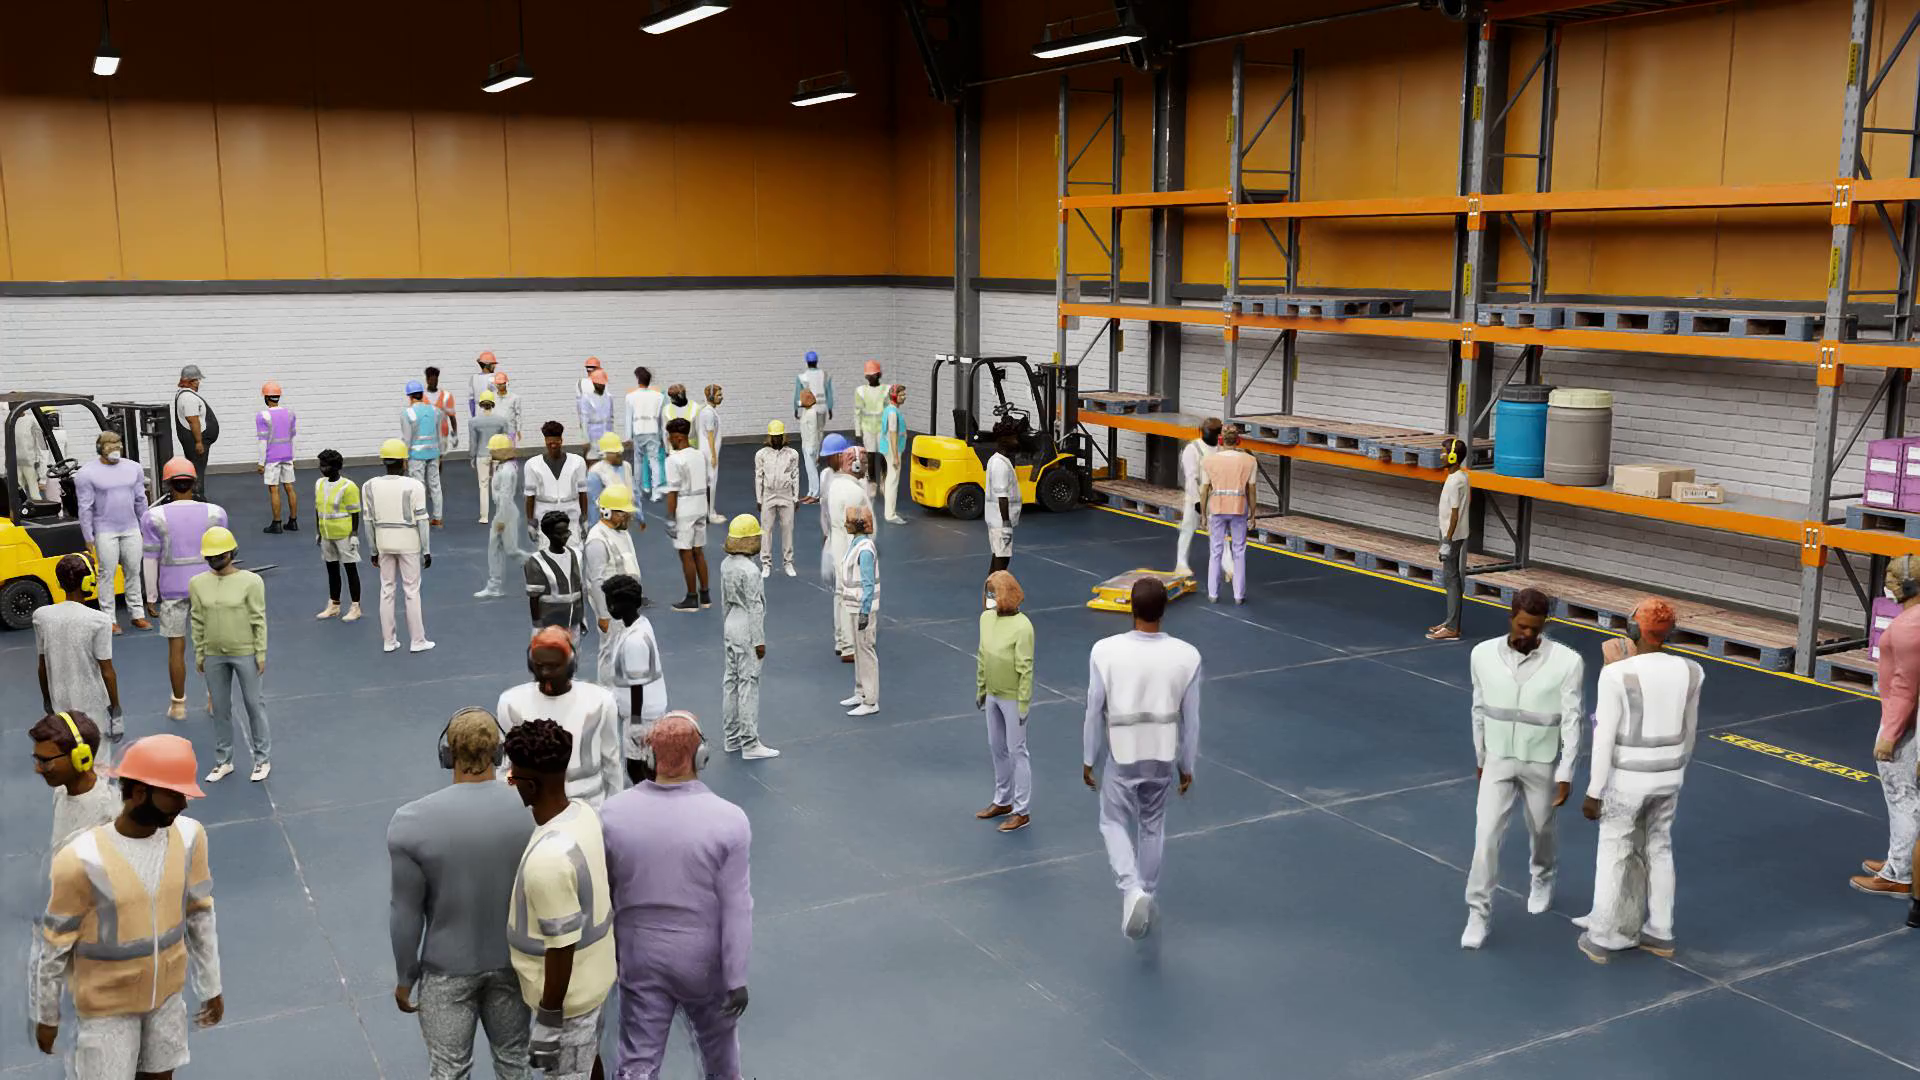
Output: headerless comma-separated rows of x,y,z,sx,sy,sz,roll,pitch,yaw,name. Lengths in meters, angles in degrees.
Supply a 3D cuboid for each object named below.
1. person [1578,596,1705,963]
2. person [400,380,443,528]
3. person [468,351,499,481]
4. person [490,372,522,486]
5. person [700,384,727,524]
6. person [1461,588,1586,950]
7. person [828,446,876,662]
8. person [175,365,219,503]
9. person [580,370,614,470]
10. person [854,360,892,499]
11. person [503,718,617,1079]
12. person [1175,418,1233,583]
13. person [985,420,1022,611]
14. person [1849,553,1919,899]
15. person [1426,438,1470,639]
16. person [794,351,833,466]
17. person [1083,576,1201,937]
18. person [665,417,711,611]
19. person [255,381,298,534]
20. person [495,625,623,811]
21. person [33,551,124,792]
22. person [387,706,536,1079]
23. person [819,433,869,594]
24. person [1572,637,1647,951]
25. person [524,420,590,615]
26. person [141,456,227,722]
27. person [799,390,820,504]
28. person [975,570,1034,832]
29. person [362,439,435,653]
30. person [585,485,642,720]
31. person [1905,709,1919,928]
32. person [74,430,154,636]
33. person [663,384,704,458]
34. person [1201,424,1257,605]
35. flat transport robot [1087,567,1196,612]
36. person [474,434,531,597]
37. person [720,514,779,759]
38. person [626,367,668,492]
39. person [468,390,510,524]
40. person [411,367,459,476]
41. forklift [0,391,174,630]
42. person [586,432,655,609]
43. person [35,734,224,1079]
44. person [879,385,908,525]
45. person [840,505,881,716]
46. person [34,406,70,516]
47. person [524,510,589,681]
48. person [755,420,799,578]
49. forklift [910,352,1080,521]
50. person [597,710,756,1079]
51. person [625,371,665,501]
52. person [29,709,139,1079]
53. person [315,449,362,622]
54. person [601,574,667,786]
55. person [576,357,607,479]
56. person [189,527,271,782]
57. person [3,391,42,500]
3.422,1.209,8.376,0.603,1.882,0.372,-2,10,-13,person
-6.928,-1.082,21.387,0.401,1.938,0.602,7,12,35,person
-7.328,-1.909,25.856,0.609,2.040,0.394,4,11,23,person
-6.988,-1.696,25.452,0.561,1.752,0.326,-1,10,-3,person
-3.272,-1.138,21.977,0.326,1.843,0.517,-2,10,-11,person
2.974,1.148,8.773,0.591,1.866,0.952,5,11,27,person
-0.932,0.122,14.586,0.400,1.899,0.644,-3,10,-15,person
-10.504,-1.403,22.941,0.537,2.000,0.683,-7,12,-34,person
-5.166,-1.490,23.824,0.527,1.907,0.578,9,13,41,person
-1.229,-1.599,24.116,0.637,2.019,0.431,1,10,5,person
-1.420,1.587,5.945,0.370,1.963,0.608,0,10,-3,person
2.700,-0.434,18.109,0.628,1.789,1.001,-5,11,-29,person
0.425,-0.190,16.171,0.367,1.966,0.606,-1,10,-5,person
5.256,1.029,9.251,0.372,1.935,0.627,9,13,43,person
4.538,-0.010,15.413,0.329,1.872,0.507,4,11,23,person
-2.497,-2.226,28.086,0.633,1.891,0.984,-4,11,-21,person
0.962,1.147,8.679,0.617,1.897,0.684,-1,10,-7,person
-2.737,-0.258,16.660,0.424,1.947,0.635,5,11,26,person
-8.716,-1.049,21.197,0.362,1.938,0.545,6,12,31,person
-1.930,1.277,8.107,0.590,1.846,0.942,0,10,0,person
-5.107,0.992,9.683,0.512,1.861,0.325,1,10,8,person
-1.778,1.567,6.181,0.641,1.927,0.385,-5,11,-28,person
-1.094,-0.040,15.420,0.654,1.924,0.470,8,13,40,person
3.407,1.295,8.564,0.314,1.639,0.514,1,10,4,person
-3.942,-0.203,16.292,0.611,1.953,0.380,-3,10,-18,person
-5.912,0.376,12.741,0.611,2.032,0.411,-7,12,-34,person
-2.154,-1.329,23.719,0.278,1.627,0.505,-3,10,-18,person
0.272,0.989,10.373,0.294,1.625,0.501,-7,12,-35,person
-5.011,0.058,14.858,0.587,1.927,0.363,1,10,5,person
-2.649,0.476,12.775,0.403,1.819,0.602,1,10,8,person
5.249,1.144,8.629,0.390,1.925,0.548,-6,11,-29,person
-7.923,-0.070,15.604,0.385,1.929,0.635,7,12,37,person
-3.688,-1.181,22.305,0.653,1.814,0.523,1,10,8,person
2.724,-0.250,16.897,0.560,1.836,0.394,2,10,11,person
1.875,0.508,17.030,0.652,0.197,1.431,5,11,27,flat transport robot
-4.664,-0.254,17.262,0.737,1.717,0.488,-5,11,-26,person
-1.515,0.677,11.818,0.295,1.744,0.484,-7,12,-35,person
-4.589,-1.636,24.776,0.809,1.868,0.368,3,10,17,person
-6.192,-1.086,21.908,0.523,1.769,0.313,-4,10,-20,person
-7.580,-1.534,24.046,0.626,1.910,0.995,-5,11,-27,person
-9.026,-0.363,16.508,1.214,2.155,2.313,6,11,29,forklift
-3.491,-0.216,16.854,0.928,1.783,0.595,4,11,23,person
-2.940,1.620,5.965,0.507,1.889,0.576,6,12,33,person
-0.879,-1.129,21.925,0.382,1.842,0.579,-1,10,-4,person
-0.770,0.540,12.909,0.306,1.639,0.523,-2,10,-13,person
-10.892,-0.751,19.975,0.329,1.767,0.529,1,10,5,person
-2.974,0.614,12.317,0.321,1.696,0.537,7,12,35,person
-2.006,-0.452,18.320,0.491,1.744,0.295,-2,10,-13,person
0.460,-1.461,22.833,2.313,2.155,1.214,-5,11,-28,forklift
-1.092,1.572,6.375,0.660,1.849,1.027,2,10,10,person
-4.551,-1.504,24.063,0.624,1.864,1.035,-4,11,-20,person
-3.340,1.559,6.431,0.528,1.857,0.332,7,12,35,person
-6.036,-0.047,16.133,0.533,1.692,0.322,5,11,25,person
-1.914,1.024,9.992,0.422,1.677,0.578,-2,10,-11,person
-5.767,-1.921,26.245,0.542,1.929,0.373,2,10,14,person
-4.931,0.773,11.233,0.516,1.758,0.336,0,10,2,person
-11.619,-0.916,20.629,0.533,1.870,0.315,1,10,7,person
